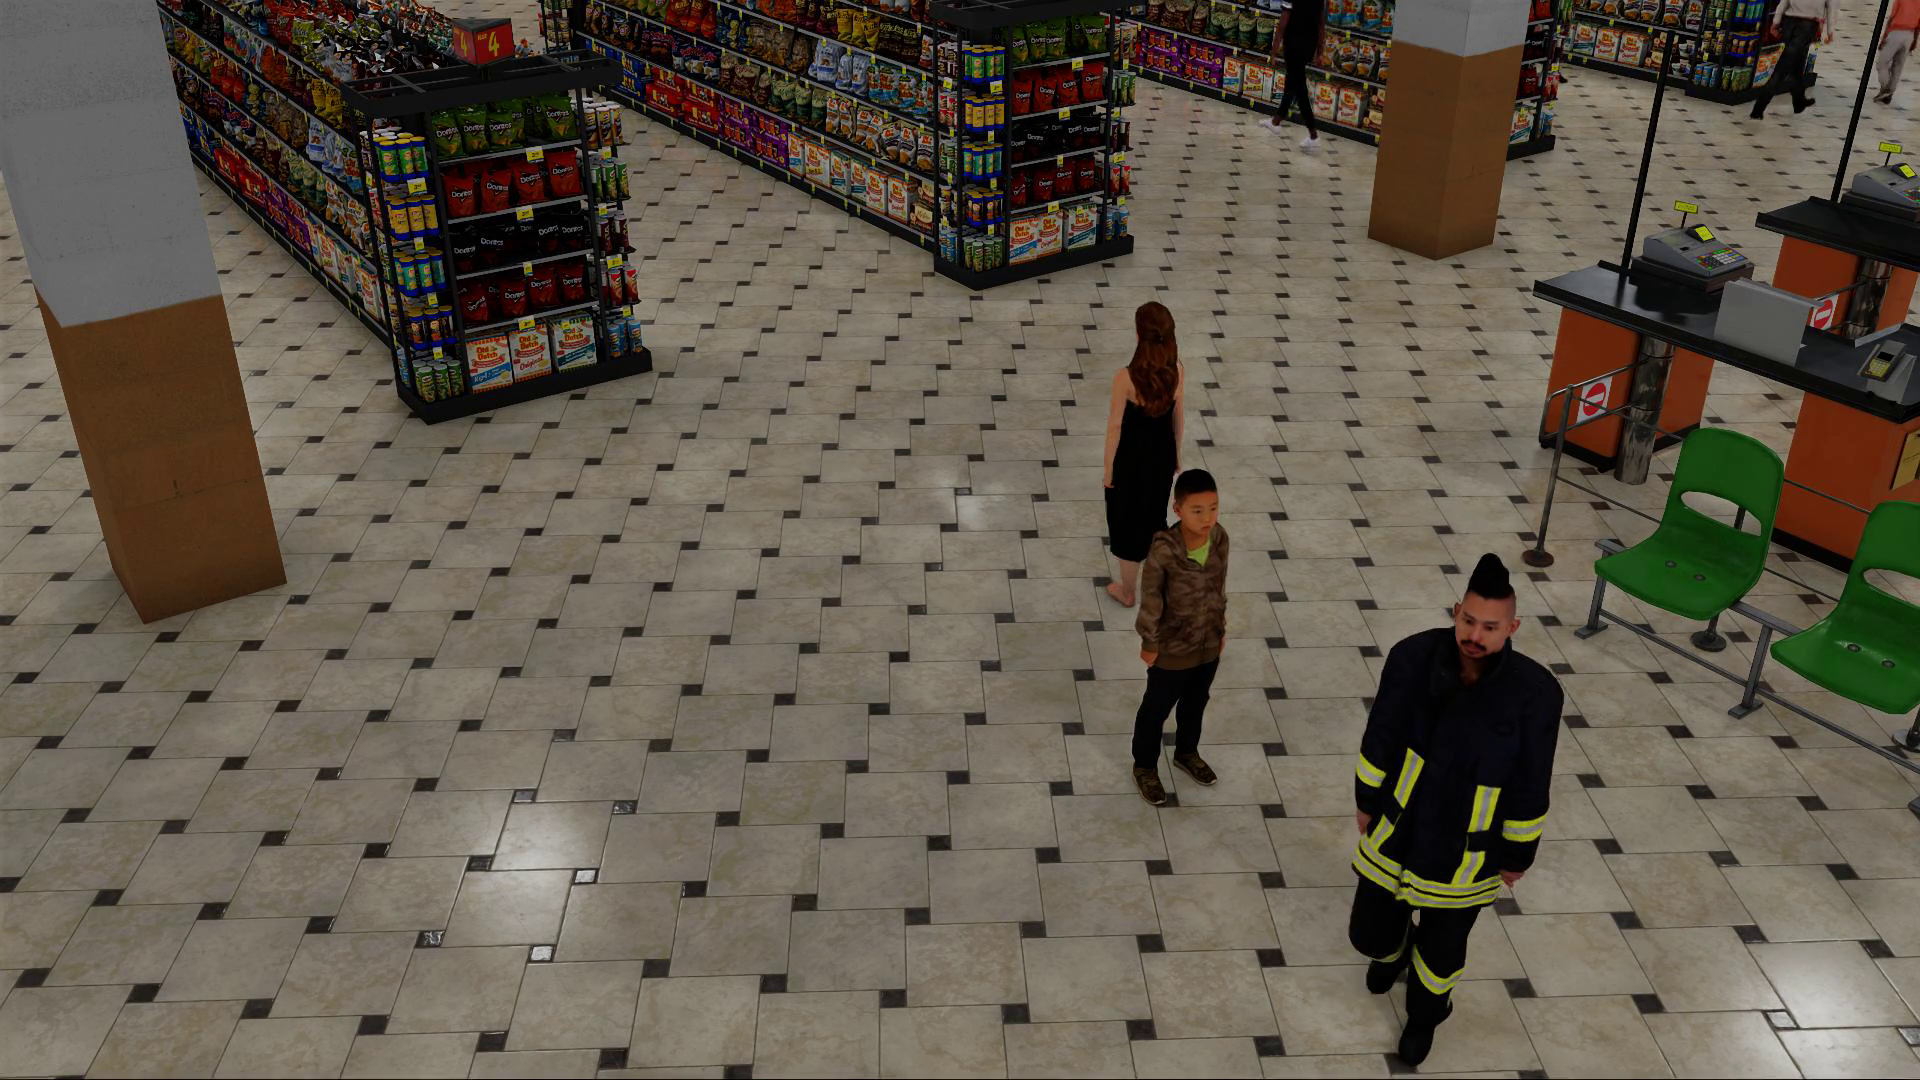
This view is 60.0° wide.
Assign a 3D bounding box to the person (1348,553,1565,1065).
[{"bbox_3d":[1.602,0.853,5.444,0.892,1.850,0.981,15,32,25],"label":"person"}]

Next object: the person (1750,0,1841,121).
[{"bbox_3d":[8.046,-4.890,16.089,0.706,1.729,1.162,-21,35,-34],"label":"person"}]

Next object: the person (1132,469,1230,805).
[{"bbox_3d":[0.906,0.375,6.733,0.601,1.454,0.582,-15,32,-25],"label":"person"}]

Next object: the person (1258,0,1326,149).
[{"bbox_3d":[3.175,-4.443,15.321,0.682,1.681,1.191,-16,33,-27],"label":"person"}]

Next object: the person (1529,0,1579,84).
[{"bbox_3d":[6.349,-5.727,17.703,0.605,1.653,0.787,-20,34,-32],"label":"person"}]

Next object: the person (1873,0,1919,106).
[{"bbox_3d":[9.538,-5.065,16.853,0.636,1.303,0.695,4,29,8],"label":"person"}]

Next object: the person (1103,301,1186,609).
[{"bbox_3d":[0.904,-0.320,7.840,0.615,1.613,0.814,-14,32,-24],"label":"person"}]
